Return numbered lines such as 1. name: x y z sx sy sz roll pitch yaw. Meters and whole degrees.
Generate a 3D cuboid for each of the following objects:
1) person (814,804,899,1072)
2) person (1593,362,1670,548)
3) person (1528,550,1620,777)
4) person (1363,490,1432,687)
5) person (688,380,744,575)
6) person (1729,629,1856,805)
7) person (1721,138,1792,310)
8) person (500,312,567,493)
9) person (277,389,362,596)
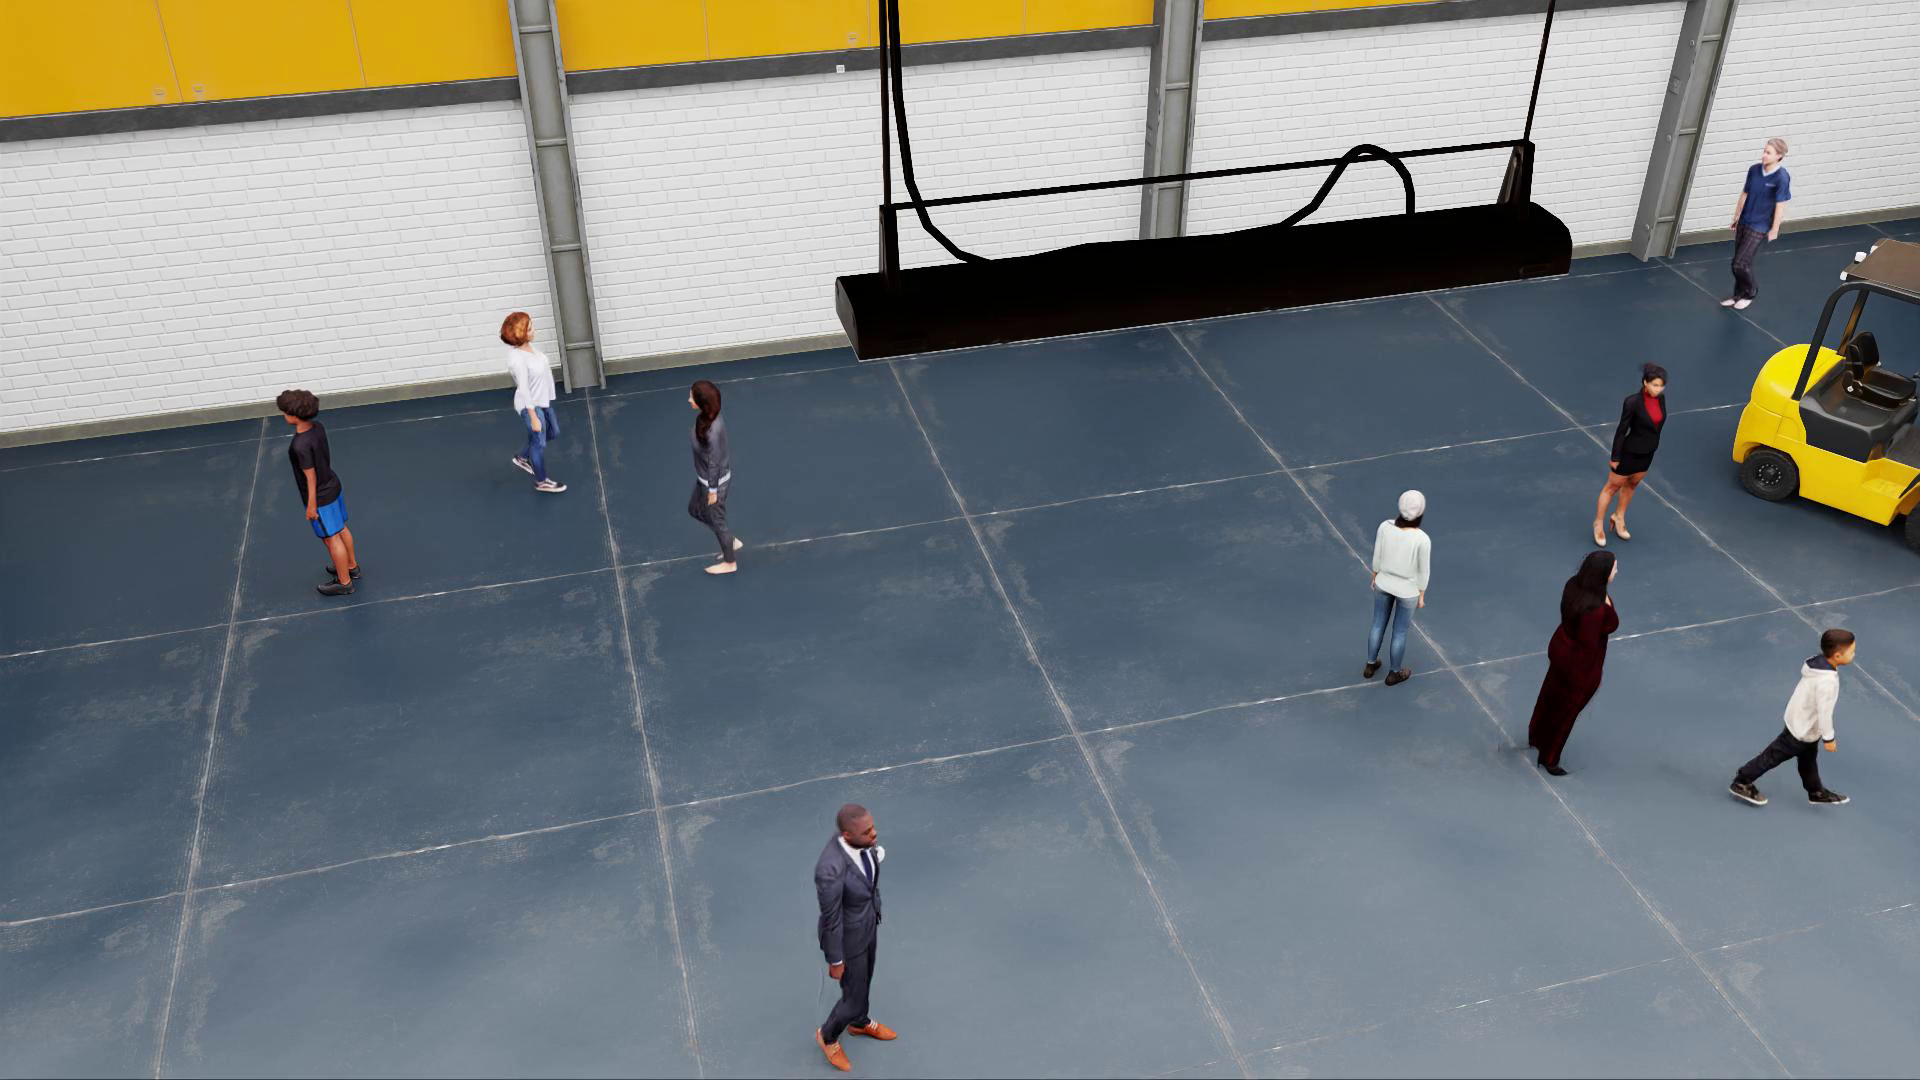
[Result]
1. person: -0.645 2.156 9.196 0.867 1.819 0.840 11 35 16
2. person: 5.521 -0.693 13.644 0.551 1.639 0.658 -14 36 -20
3. person: 4.155 0.811 11.277 0.727 1.756 0.741 2 34 3
4. person: 3.188 0.334 12.093 0.643 1.645 0.679 23 40 30
5. person: -1.887 -0.511 13.260 0.617 1.761 0.614 -9 35 -13
6. person: 5.502 1.198 10.998 1.041 1.418 0.955 16 37 22
7. person: 8.360 -3.290 17.354 0.656 1.857 0.679 -11 35 -15
8. person: -3.765 -1.177 14.321 0.826 1.695 0.762 2 34 3
9. person: -5.006 -0.383 13.037 0.631 1.794 0.669 -1 34 -1
